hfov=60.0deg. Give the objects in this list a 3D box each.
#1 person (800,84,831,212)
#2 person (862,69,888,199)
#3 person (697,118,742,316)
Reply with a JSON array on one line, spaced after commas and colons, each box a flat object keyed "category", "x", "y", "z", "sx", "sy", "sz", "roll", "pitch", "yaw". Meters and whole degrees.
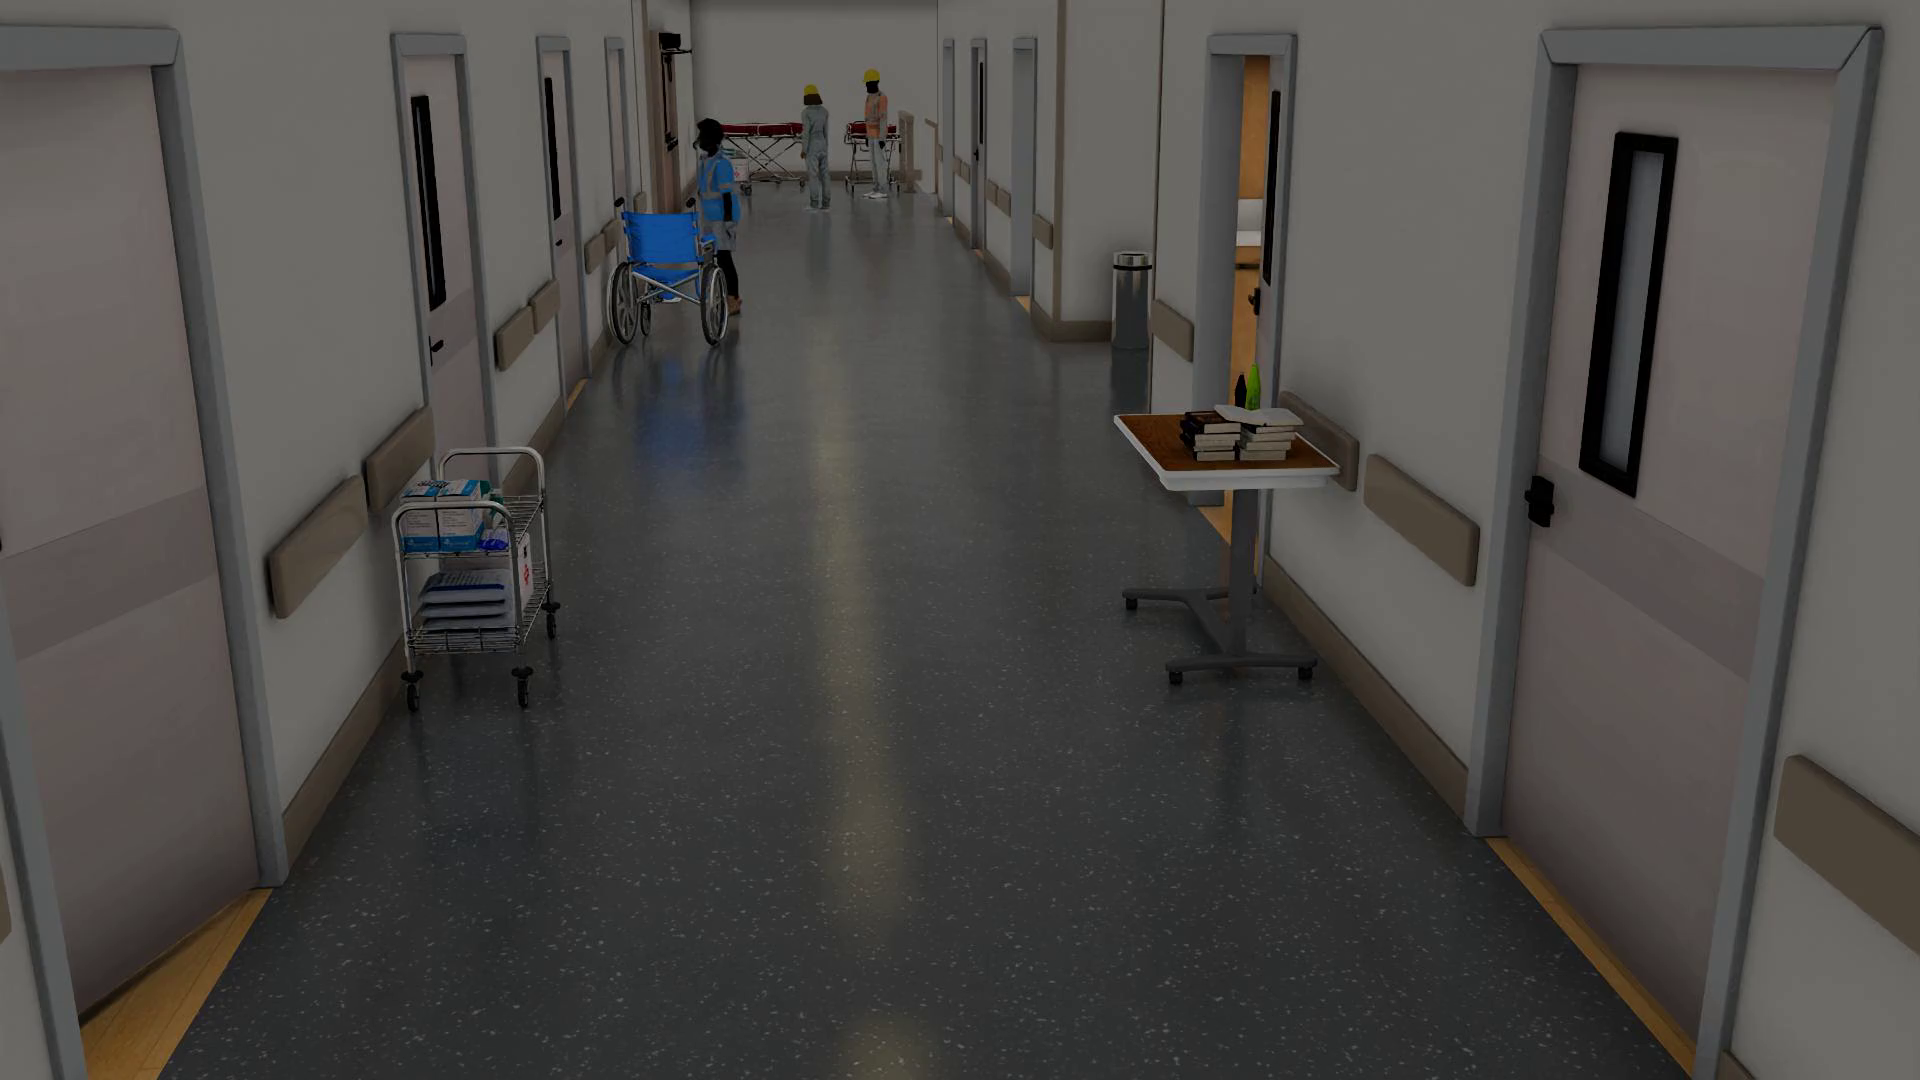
[{"category": "person", "x": -2.044, "y": -5.479, "z": 23.285, "sx": 0.311, "sy": 1.736, "sz": 0.483, "roll": 15, "pitch": 22, "yaw": 40}, {"category": "person", "x": -1.294, "y": -6.157, "z": 25.245, "sx": 0.393, "sy": 1.918, "sz": 0.585, "roll": -8, "pitch": 18, "yaw": -24}, {"category": "person", "x": -2.054, "y": -2.782, "z": 14.351, "sx": 0.406, "sy": 1.685, "sz": 0.572, "roll": -8, "pitch": 18, "yaw": -25}]
